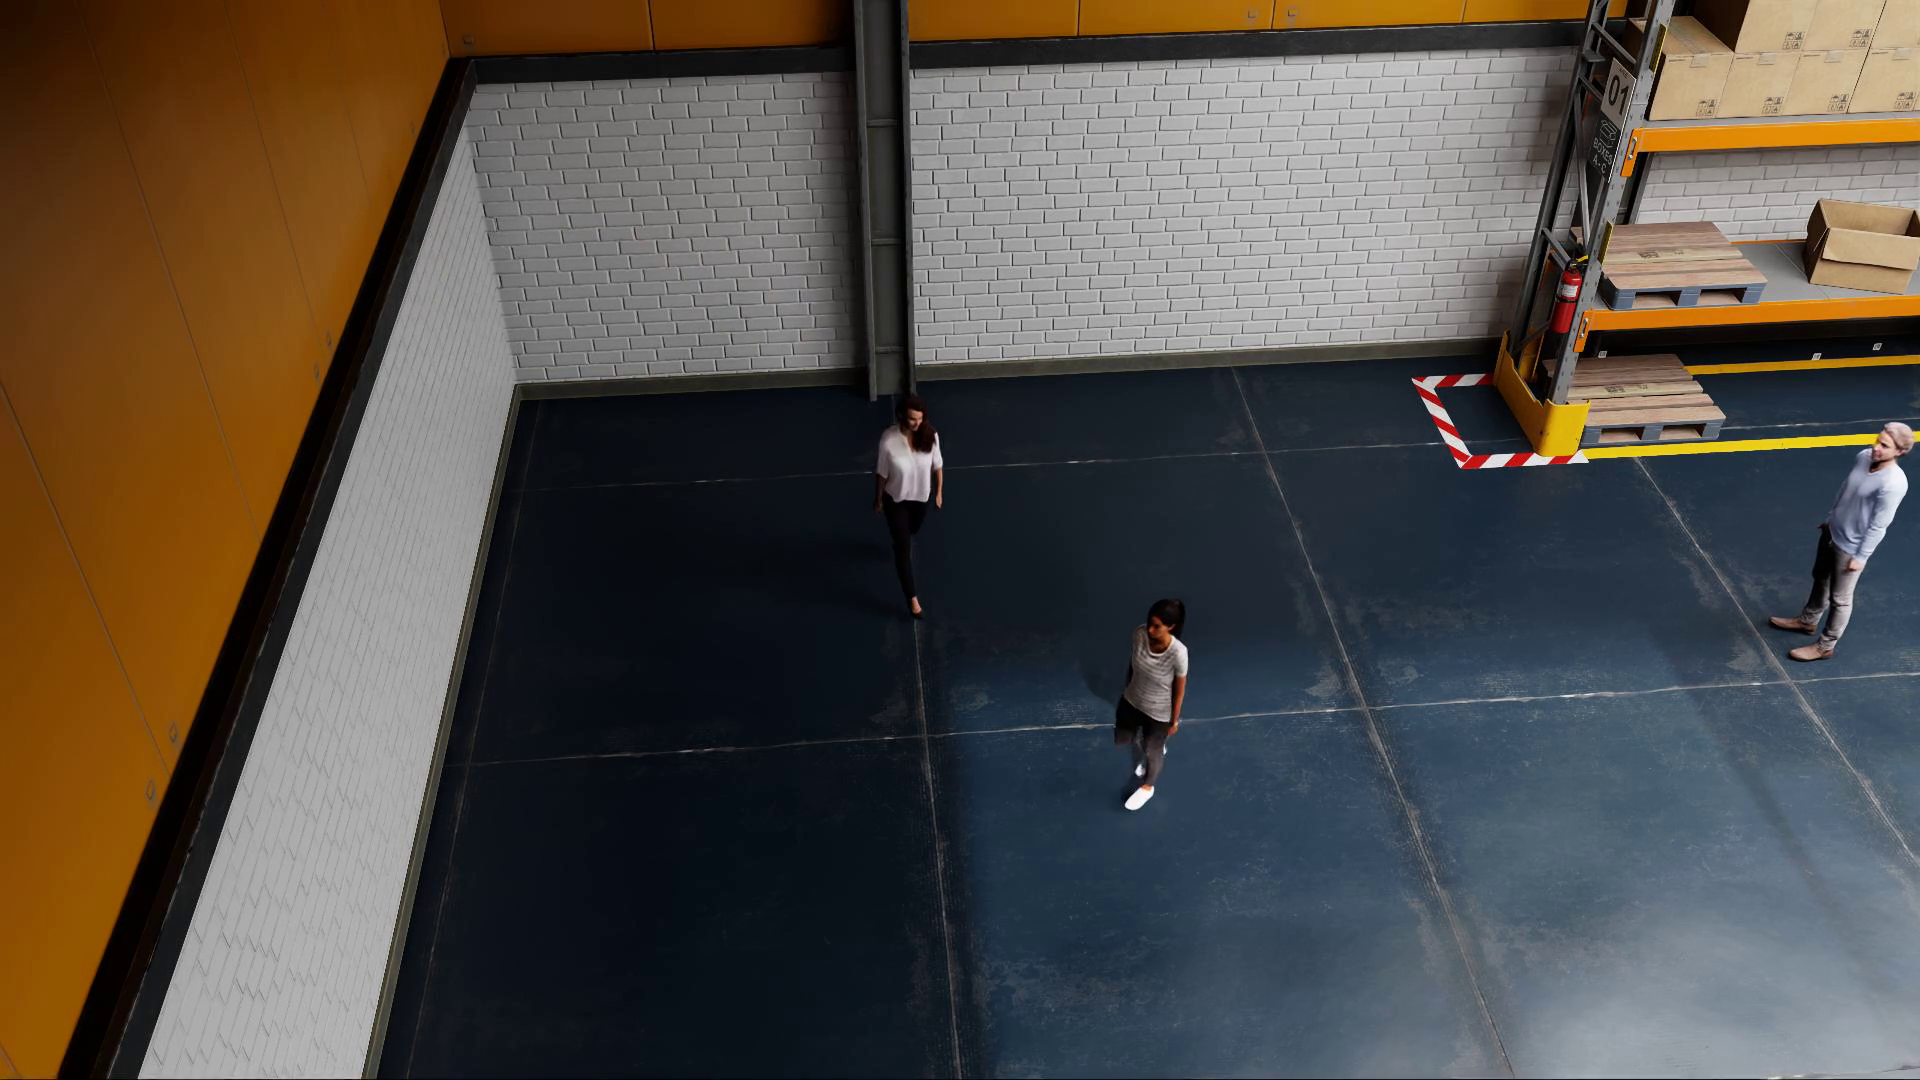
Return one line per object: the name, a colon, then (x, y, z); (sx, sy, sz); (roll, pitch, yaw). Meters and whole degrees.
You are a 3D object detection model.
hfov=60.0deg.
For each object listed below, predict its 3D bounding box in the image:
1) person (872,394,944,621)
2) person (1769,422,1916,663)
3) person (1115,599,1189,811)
person: (-0.403, -0.352, 11.756); (1.150, 1.754, 0.916); (-11, 40, -14)
person: (5.998, -0.004, 11.208); (0.597, 1.894, 0.686); (1, 39, 1)
person: (1.228, 0.962, 10.204); (0.809, 1.637, 0.746); (-31, 48, -33)
